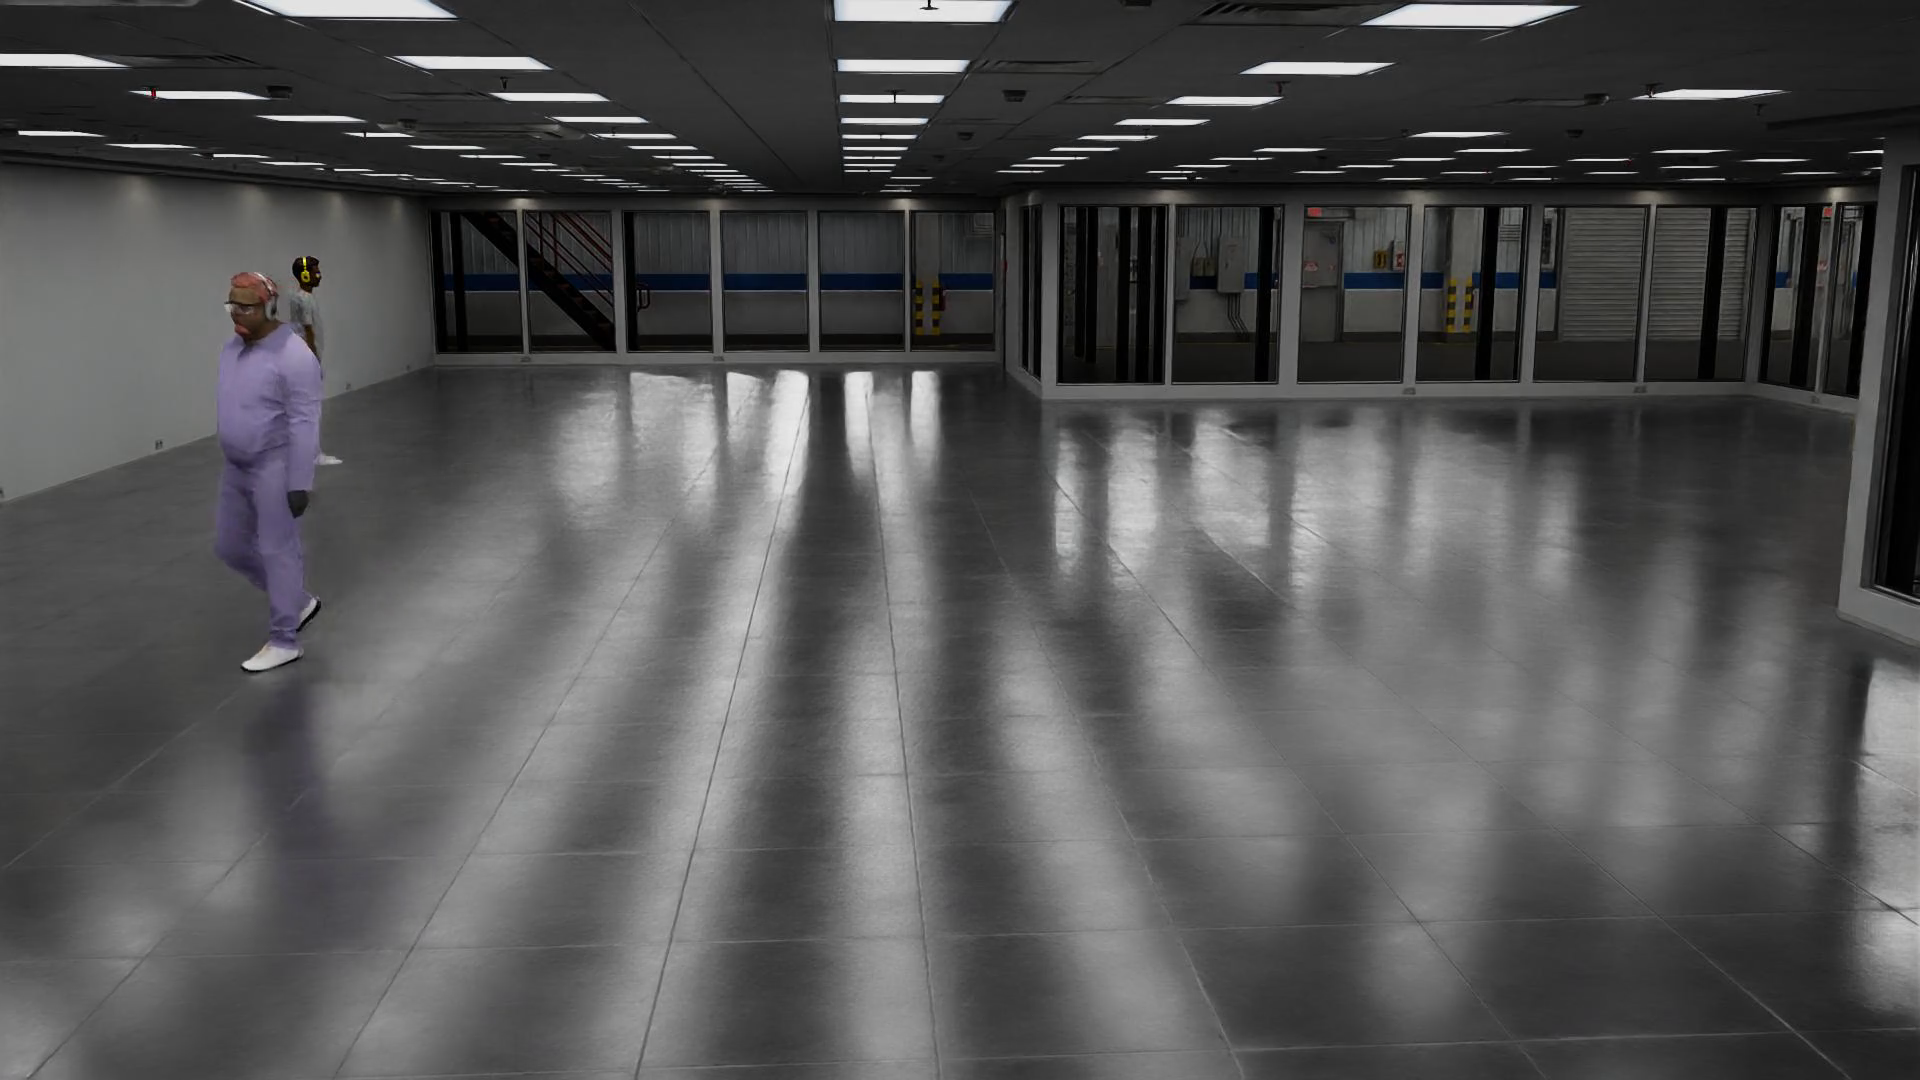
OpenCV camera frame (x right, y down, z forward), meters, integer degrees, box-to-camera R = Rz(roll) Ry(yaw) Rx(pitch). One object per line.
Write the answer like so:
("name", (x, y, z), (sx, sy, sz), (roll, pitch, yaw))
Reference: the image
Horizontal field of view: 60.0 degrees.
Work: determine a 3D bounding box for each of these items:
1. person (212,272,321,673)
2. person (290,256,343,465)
("person", (-3.314, -0.327, 7.965), (0.674, 1.893, 0.444), (7, 12, 32))
("person", (-5.806, -1.600, 14.924), (0.328, 1.872, 0.513), (-6, 12, -29))
